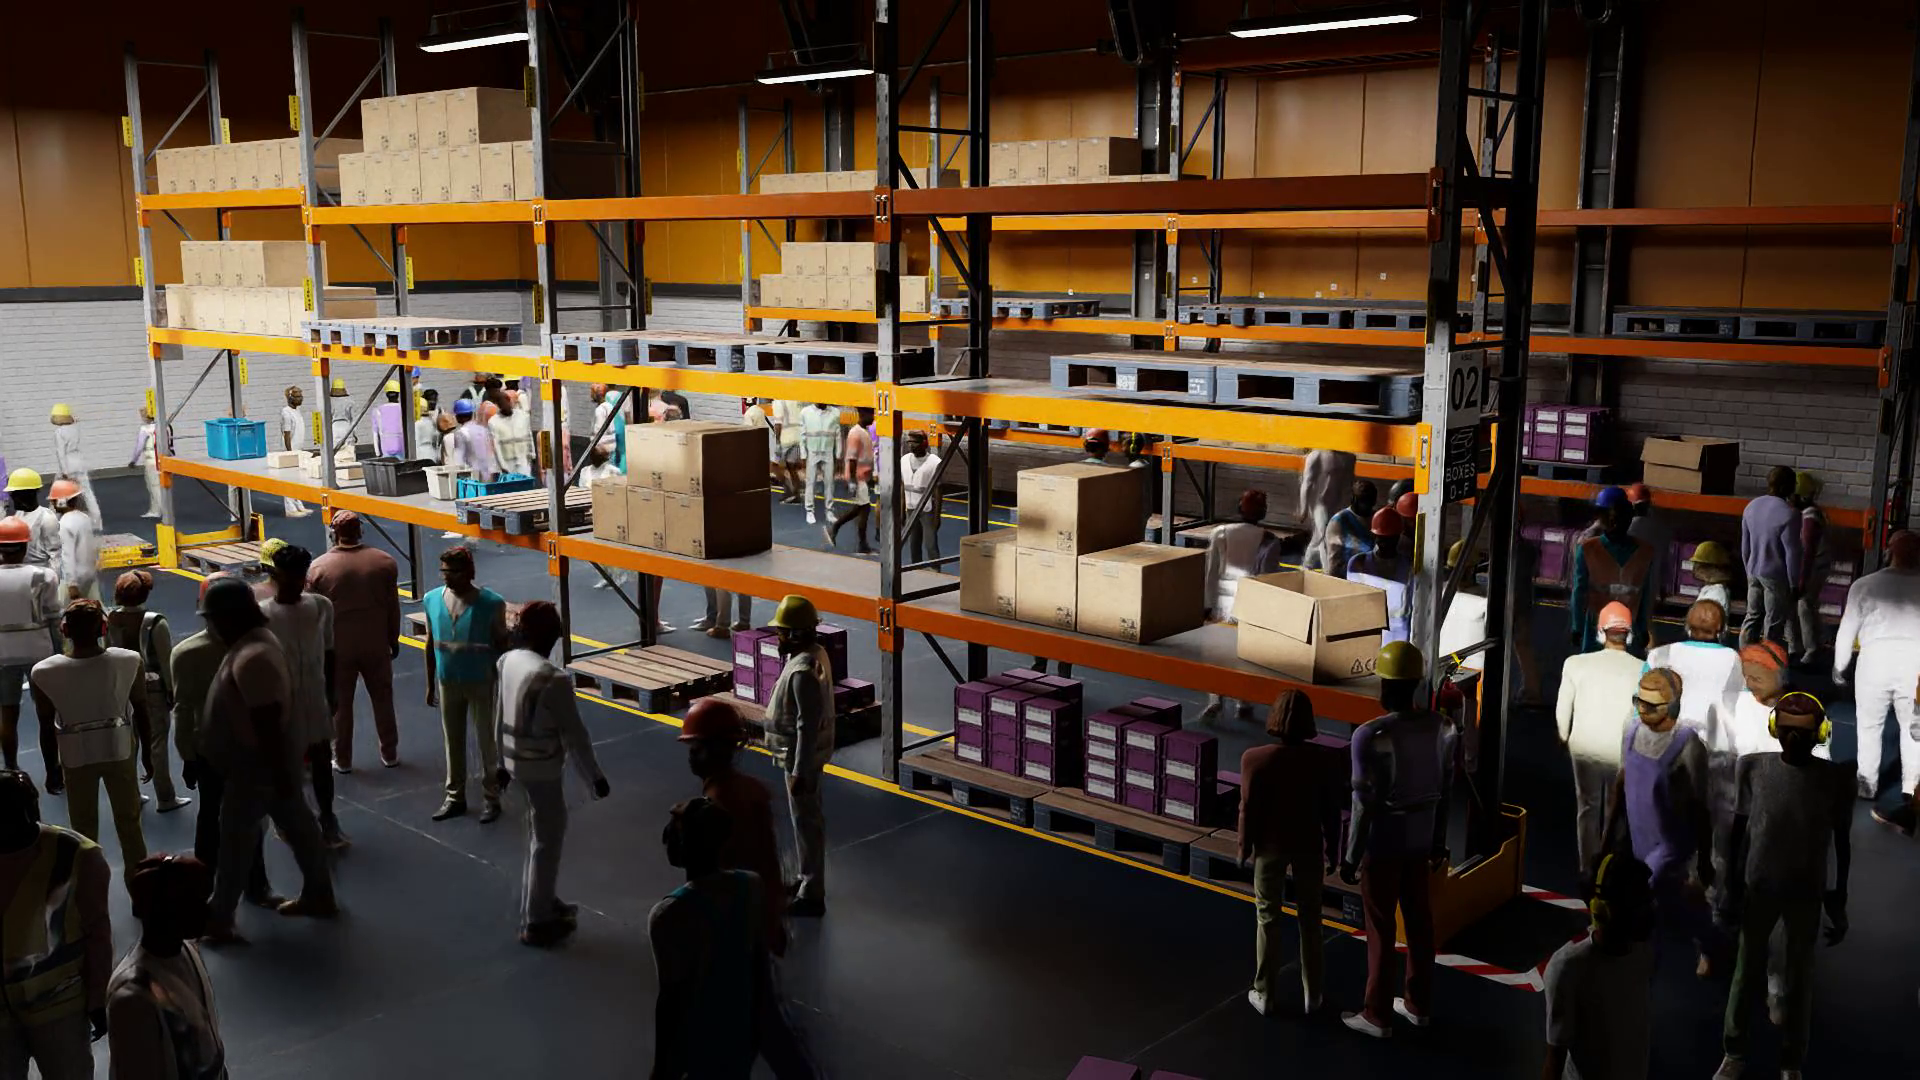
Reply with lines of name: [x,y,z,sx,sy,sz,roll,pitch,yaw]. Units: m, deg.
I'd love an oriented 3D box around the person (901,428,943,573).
person: [-0.402,-0.299,17.974,0.561,1.836,0.393,8,13,37]

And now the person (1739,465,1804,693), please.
person: [6.909,0.324,14.151,0.372,1.940,0.630,-3,10,-16]

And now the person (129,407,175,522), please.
person: [-11.073,-1.045,22.833,0.646,1.599,0.506,1,10,6]

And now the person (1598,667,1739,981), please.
person: [3.520,1.467,8.129,0.890,1.810,0.528,-3,10,-15]

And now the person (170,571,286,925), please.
person: [-4.076,1.150,9.318,0.396,1.992,0.623,6,12,31]

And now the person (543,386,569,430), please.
person: [-6.382,-1.784,26.236,0.385,1.882,0.583,5,11,25]

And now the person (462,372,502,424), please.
person: [-7.183,-1.674,25.154,0.711,2.000,0.680,2,10,10]

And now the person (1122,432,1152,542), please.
person: [1.842,-0.213,17.410,0.329,1.862,0.504,4,11,19]

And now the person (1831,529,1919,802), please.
person: [6.284,0.862,11.231,0.684,1.895,0.459,3,11,18]

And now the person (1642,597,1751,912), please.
person: [4.158,1.227,9.395,0.635,1.817,0.783,6,12,30]

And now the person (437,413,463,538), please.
person: [-6.617,-0.839,21.607,0.279,1.626,0.502,-1,10,-8]

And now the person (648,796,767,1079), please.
person: [-0.916,1.810,6.004,0.335,1.846,0.513,8,13,39]

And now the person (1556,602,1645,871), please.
person: [3.816,1.205,9.839,0.558,1.702,0.881,3,10,15]

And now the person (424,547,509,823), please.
person: [-3.236,0.939,10.941,0.570,1.840,0.375,2,10,10]

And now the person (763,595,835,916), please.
person: [-0.908,1.210,9.438,0.404,1.830,0.602,0,10,-2]

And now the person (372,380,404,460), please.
person: [-7.858,-1.260,23.164,0.591,1.918,0.412,0,10,-1]

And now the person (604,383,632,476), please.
person: [-5.301,-1.651,25.630,0.552,1.824,0.599,-1,10,-4]

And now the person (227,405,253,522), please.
person: [-9.853,-1.042,22.728,0.515,1.636,0.314,6,12,30]

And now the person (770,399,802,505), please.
person: [-2.540,-1.447,24.160,0.484,1.938,0.685,5,11,26]

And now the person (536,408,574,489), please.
person: [-5.164,-0.848,21.289,0.327,1.760,0.524,8,13,38]

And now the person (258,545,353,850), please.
person: [-4.129,0.999,10.367,0.650,1.918,0.925,-9,13,-41]

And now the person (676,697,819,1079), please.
person: [-0.823,1.625,6.813,0.879,1.952,0.645,2,10,9]

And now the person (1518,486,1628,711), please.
person: [5.037,0.490,13.361,1.010,1.899,0.615,8,13,37]

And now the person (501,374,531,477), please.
person: [-6.754,-1.645,25.313,0.382,1.924,0.594,-7,12,-36]

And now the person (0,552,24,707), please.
person: [-7.925,0.494,13.490,0.510,1.839,0.346,-3,11,-19]

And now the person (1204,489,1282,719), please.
person: [2.221,0.533,13.204,0.605,1.860,0.612,4,11,21]

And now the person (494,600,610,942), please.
person: [-2.244,1.246,9.090,0.505,1.872,0.595,-9,13,-40]

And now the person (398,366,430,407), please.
person: [-8.528,-1.785,26.082,0.605,1.939,0.416,2,10,13]

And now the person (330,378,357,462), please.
person: [-9.577,-1.627,25.733,0.492,1.742,0.324,-4,11,-23]

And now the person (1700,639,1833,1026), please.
person: [4.017,1.394,8.309,0.604,1.858,0.701,5,11,26]

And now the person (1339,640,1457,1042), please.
person: [2.071,1.427,7.945,0.595,1.925,0.375,-5,11,-25]

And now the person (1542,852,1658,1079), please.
person: [2.076,1.905,5.389,0.524,1.876,0.325,-7,12,-35]

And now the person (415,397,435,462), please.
person: [-7.371,-1.086,22.762,0.349,1.714,0.540,2,10,11]

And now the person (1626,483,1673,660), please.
person: [5.867,0.380,14.382,0.576,1.736,0.487,0,10,-1]
